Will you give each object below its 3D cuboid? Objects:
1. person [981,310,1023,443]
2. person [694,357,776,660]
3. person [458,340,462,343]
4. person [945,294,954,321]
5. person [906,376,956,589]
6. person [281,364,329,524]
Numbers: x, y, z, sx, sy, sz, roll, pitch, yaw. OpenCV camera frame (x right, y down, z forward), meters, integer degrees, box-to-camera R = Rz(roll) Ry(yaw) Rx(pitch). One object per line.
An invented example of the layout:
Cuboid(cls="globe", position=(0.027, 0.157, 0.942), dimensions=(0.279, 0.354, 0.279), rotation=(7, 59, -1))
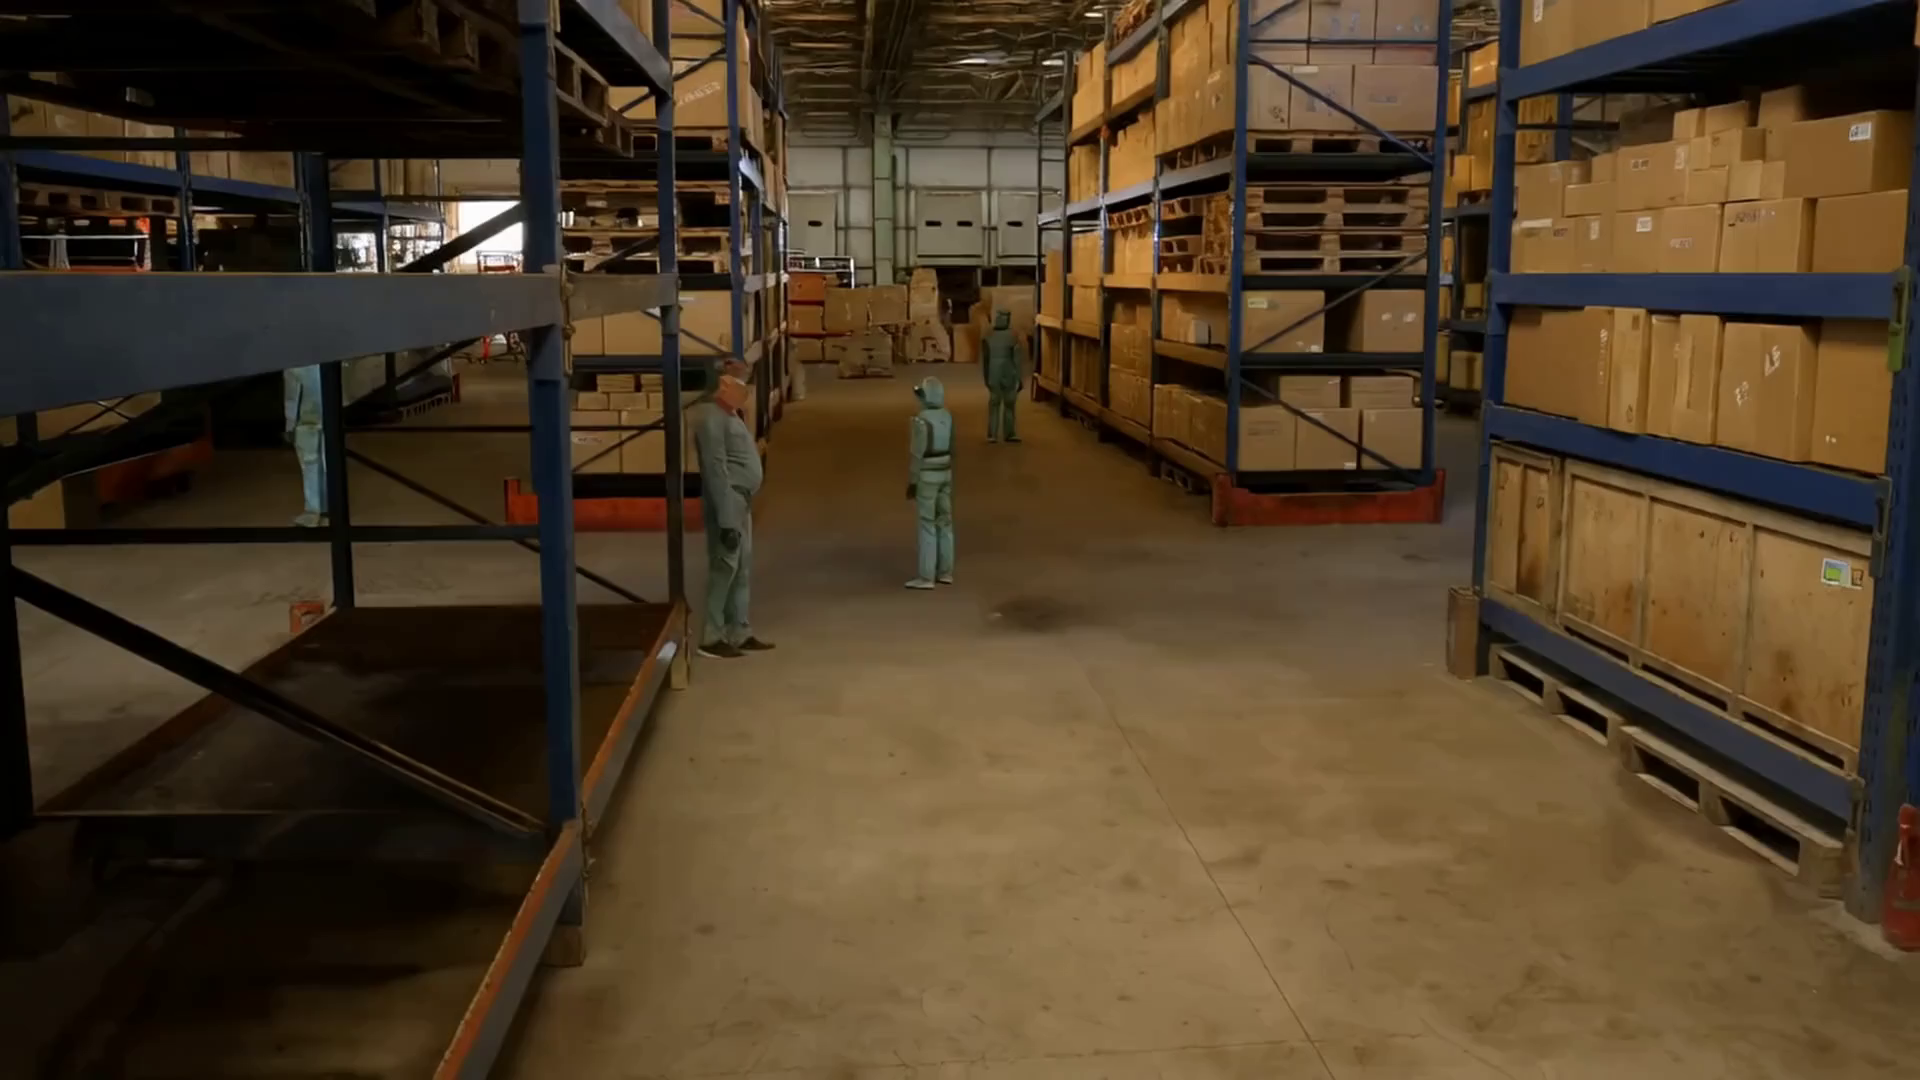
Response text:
Cuboid(cls="person", position=(0.633, -2.338, 23.862), dimensions=(0.651, 1.906, 0.403), rotation=(6, 11, 33))
Cuboid(cls="person", position=(-1.424, -0.194, 10.460), dimensions=(0.478, 1.900, 0.686), rotation=(0, 9, 0))
Cuboid(cls="person", position=(-17.091, -7.462, 56.663), dimensions=(0.375, 1.727, 0.512), rotation=(-7, 12, -38))
Cuboid(cls="person", position=(-0.361, -9.549, 70.030), dimensions=(0.705, 1.618, 0.505), rotation=(3, 9, 17))
Cuboid(cls="person", position=(-0.220, -0.442, 12.792), dimensions=(0.307, 1.640, 0.521), rotation=(6, 11, 35))
Cuboid(cls="person", position=(-6.279, -1.128, 16.165), dimensions=(0.353, 1.936, 0.635), rotation=(6, 11, 33))
